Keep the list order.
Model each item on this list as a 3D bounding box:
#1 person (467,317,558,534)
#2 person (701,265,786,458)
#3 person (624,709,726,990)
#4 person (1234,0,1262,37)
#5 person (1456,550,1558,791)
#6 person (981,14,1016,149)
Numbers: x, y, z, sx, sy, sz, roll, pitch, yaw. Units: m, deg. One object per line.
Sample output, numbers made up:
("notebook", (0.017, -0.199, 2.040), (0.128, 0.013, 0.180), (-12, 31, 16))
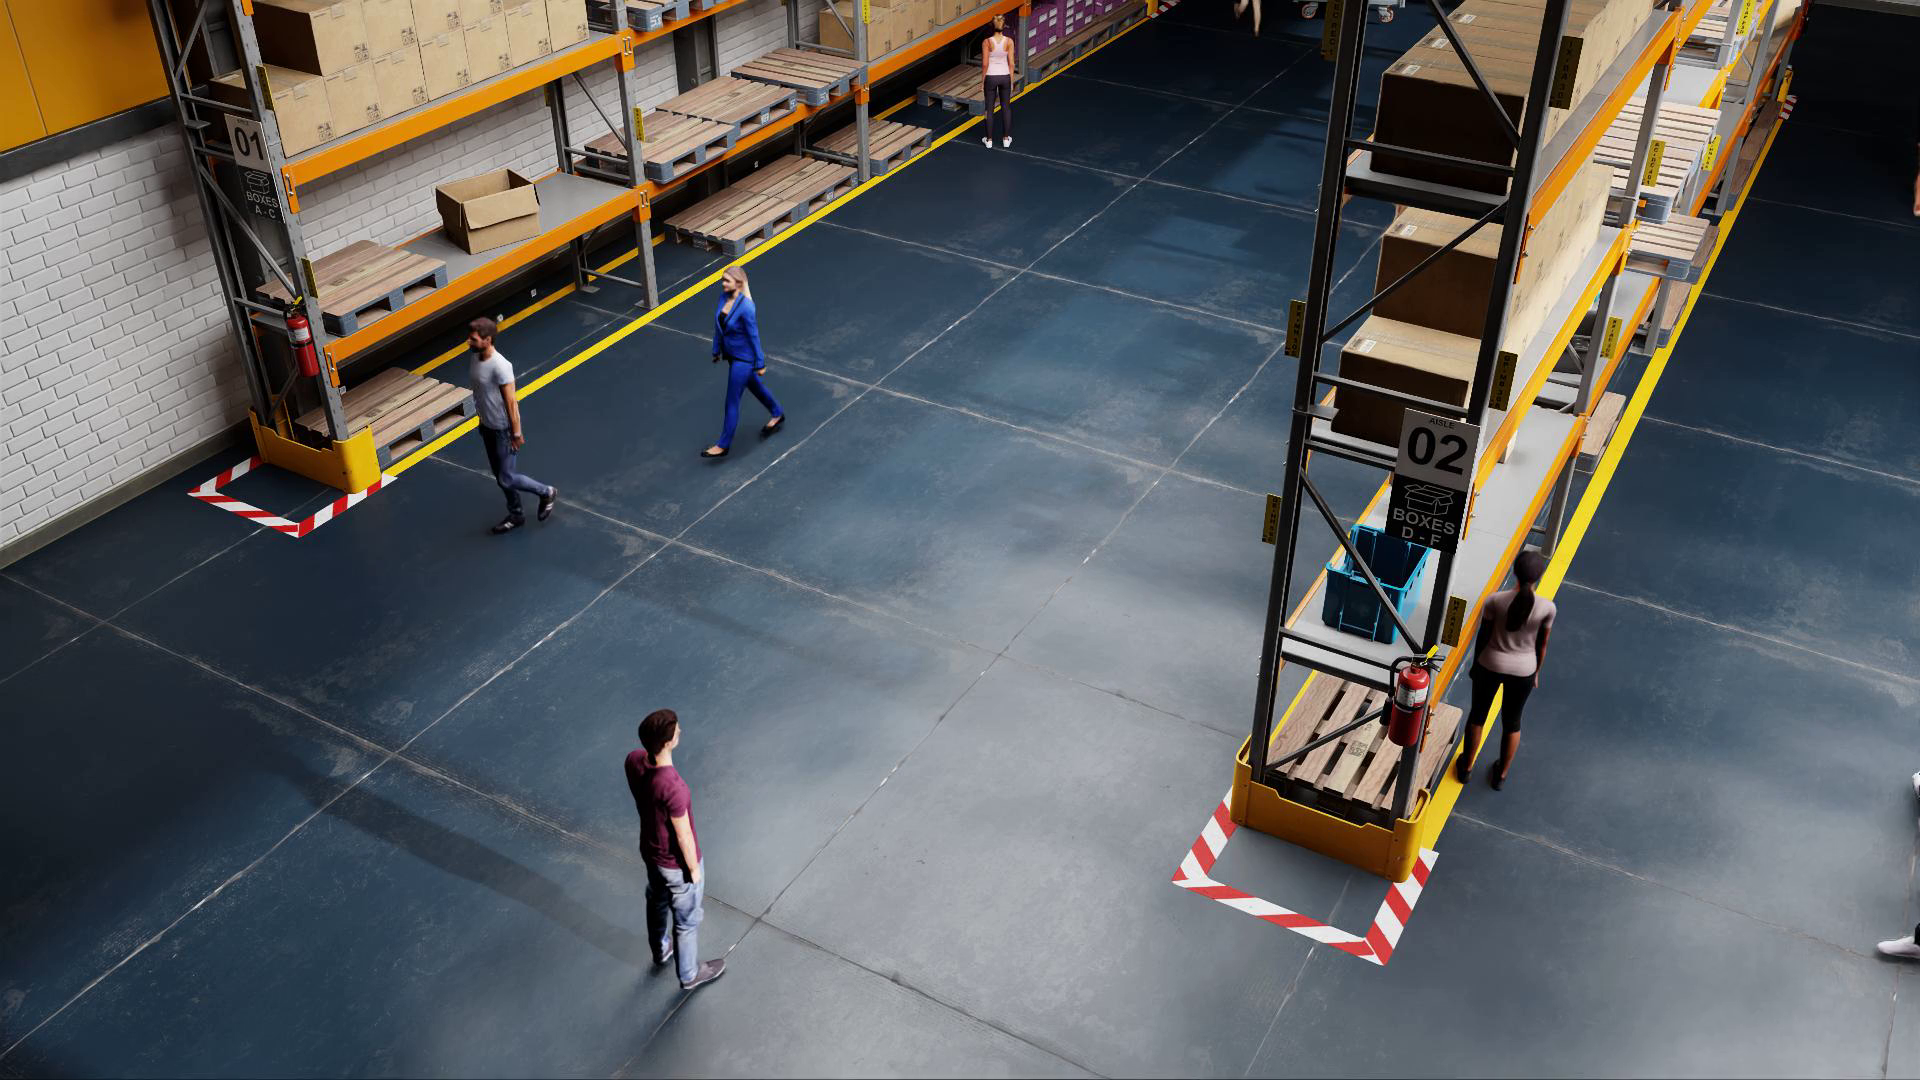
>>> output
("person", (-3.530, -0.918, 13.064), (0.871, 1.859, 0.753), (-26, 42, -34))
("person", (-1.793, -1.564, 14.224), (1.246, 1.651, 0.927), (-24, 41, -32))
("person", (-1.604, 1.694, 9.144), (0.643, 1.848, 0.703), (-27, 42, -35))
("person", (4.254, -8.218, 24.237), (0.719, 1.649, 0.830), (8, 35, 12))
("person", (3.453, 0.831, 10.537), (0.654, 1.744, 0.636), (6, 34, 9))
("person", (0.461, -5.620, 20.333), (0.662, 1.642, 0.700), (-3, 34, -5))
